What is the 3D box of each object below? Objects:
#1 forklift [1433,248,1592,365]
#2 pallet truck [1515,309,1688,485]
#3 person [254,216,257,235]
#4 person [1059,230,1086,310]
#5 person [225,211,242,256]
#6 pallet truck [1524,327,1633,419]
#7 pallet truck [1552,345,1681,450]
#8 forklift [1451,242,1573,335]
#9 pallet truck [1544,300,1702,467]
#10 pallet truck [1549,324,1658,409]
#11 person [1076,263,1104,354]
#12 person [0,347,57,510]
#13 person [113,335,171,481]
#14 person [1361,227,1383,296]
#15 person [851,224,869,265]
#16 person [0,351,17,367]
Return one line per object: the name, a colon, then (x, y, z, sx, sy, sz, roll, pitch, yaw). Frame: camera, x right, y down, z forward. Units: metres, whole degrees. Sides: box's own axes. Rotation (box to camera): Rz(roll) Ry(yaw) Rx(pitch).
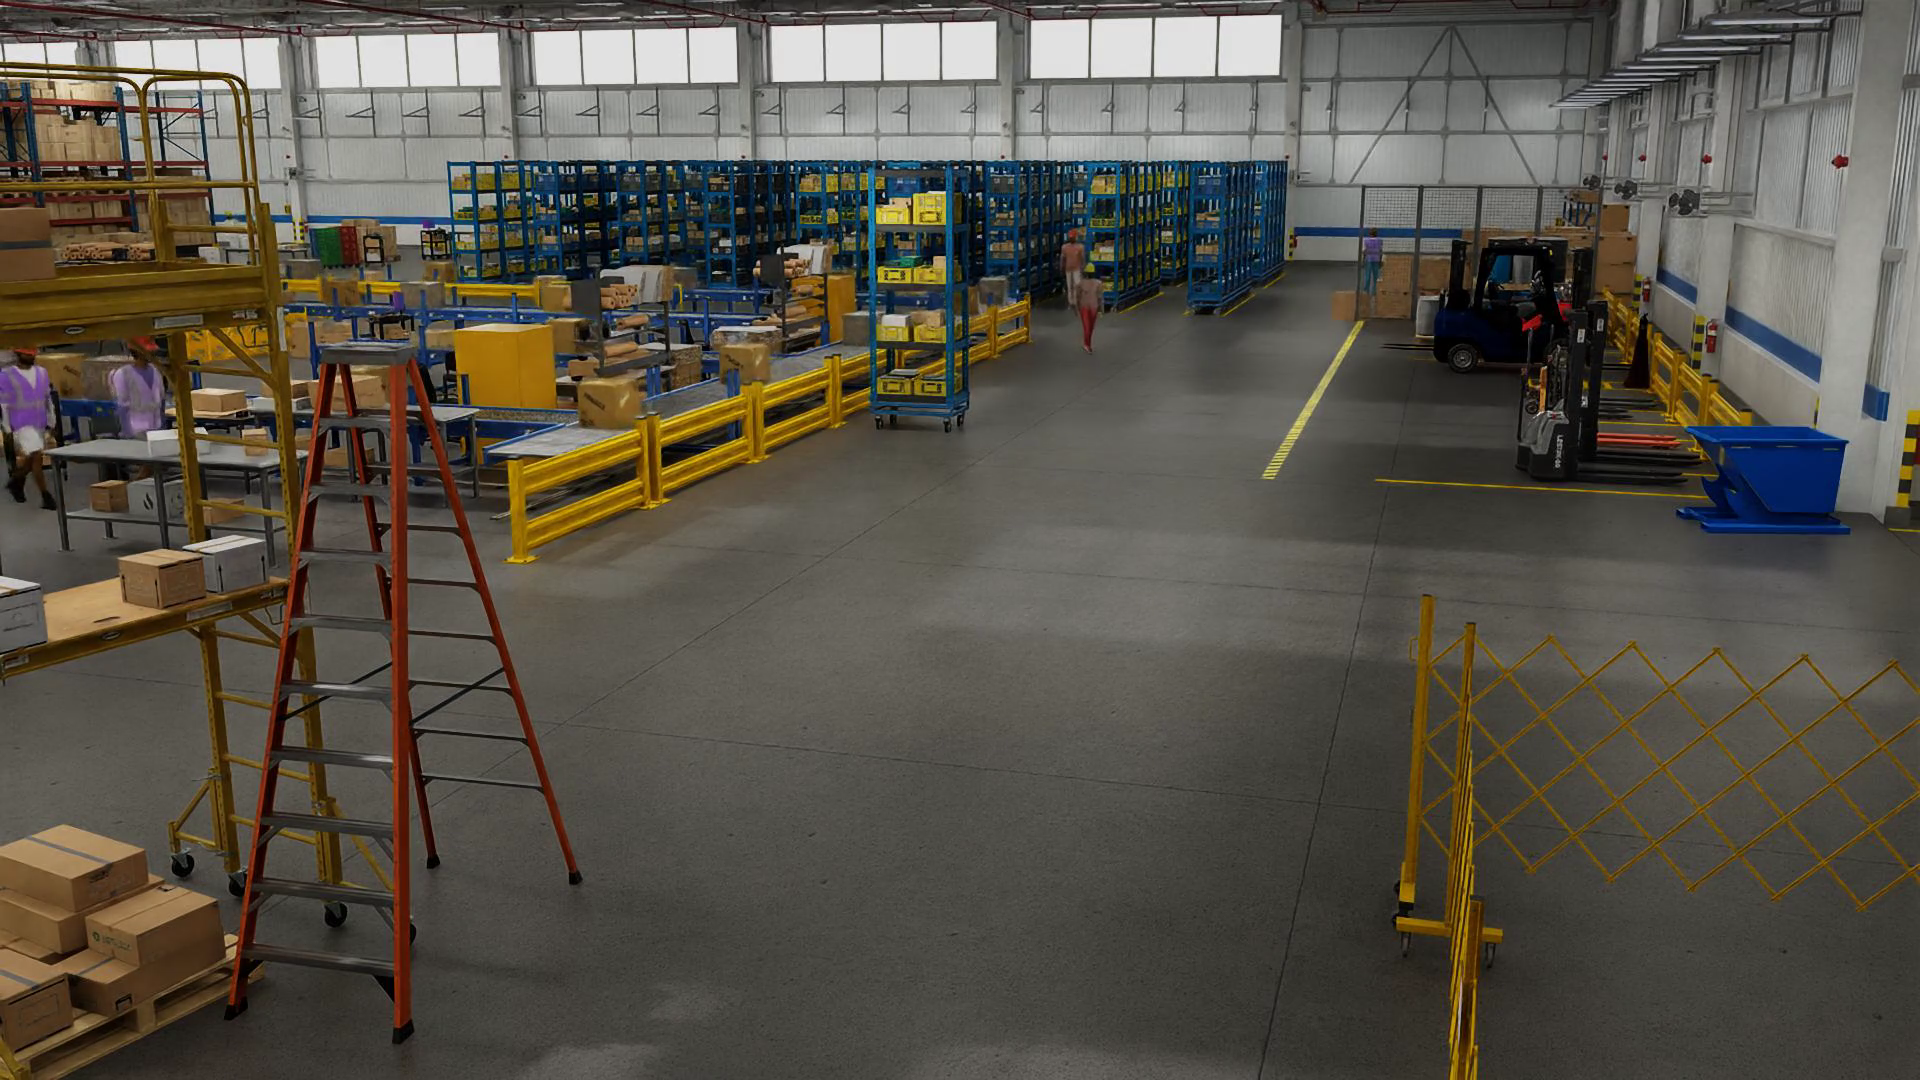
forklift: (9.780, -4.111, 29.280, 2.680, 1.987, 1.157, 3, 13, 14)
pallet truck: (7.554, -1.677, 19.446, 1.885, 1.965, 0.823, 3, 13, 14)
person: (-27.968, -12.441, 66.552, 0.816, 1.723, 0.571, 11, 17, 40)
person: (2.755, -6.658, 41.076, 0.658, 1.940, 1.011, 3, 13, 14)
person: (-27.181, -11.417, 62.115, 0.547, 1.707, 0.928, 3, 13, 15)
pallet truck: (9.065, -2.460, 24.370, 1.522, 1.261, 0.704, 3, 13, 14)
pallet truck: (8.641, -1.896, 21.908, 1.630, 1.274, 0.653, 4, 14, 16)
forklift: (10.464, -4.597, 31.405, 2.680, 1.987, 1.157, 4, 14, 16)
pallet truck: (8.263, -1.952, 20.631, 1.885, 1.965, 0.823, 5, 14, 20)
pallet truck: (9.824, -2.669, 25.407, 1.601, 1.201, 0.680, 4, 14, 16)
person: (2.494, -4.492, 32.183, 0.529, 1.736, 0.843, -2, 13, -11)
person: (-10.106, -1.284, 17.990, 0.904, 1.901, 0.545, 6, 14, 23)
person: (-8.478, -1.175, 17.239, 0.592, 2.026, 0.607, 5, 14, 19)
person: (11.176, -7.541, 45.103, 0.569, 1.845, 0.384, -2, 13, -9)
person: (-2.990, -8.568, 49.566, 0.588, 1.835, 0.404, -4, 14, -15)
person: (-16.390, -3.614, 28.059, 0.860, 1.881, 0.640, -4, 14, -17)
